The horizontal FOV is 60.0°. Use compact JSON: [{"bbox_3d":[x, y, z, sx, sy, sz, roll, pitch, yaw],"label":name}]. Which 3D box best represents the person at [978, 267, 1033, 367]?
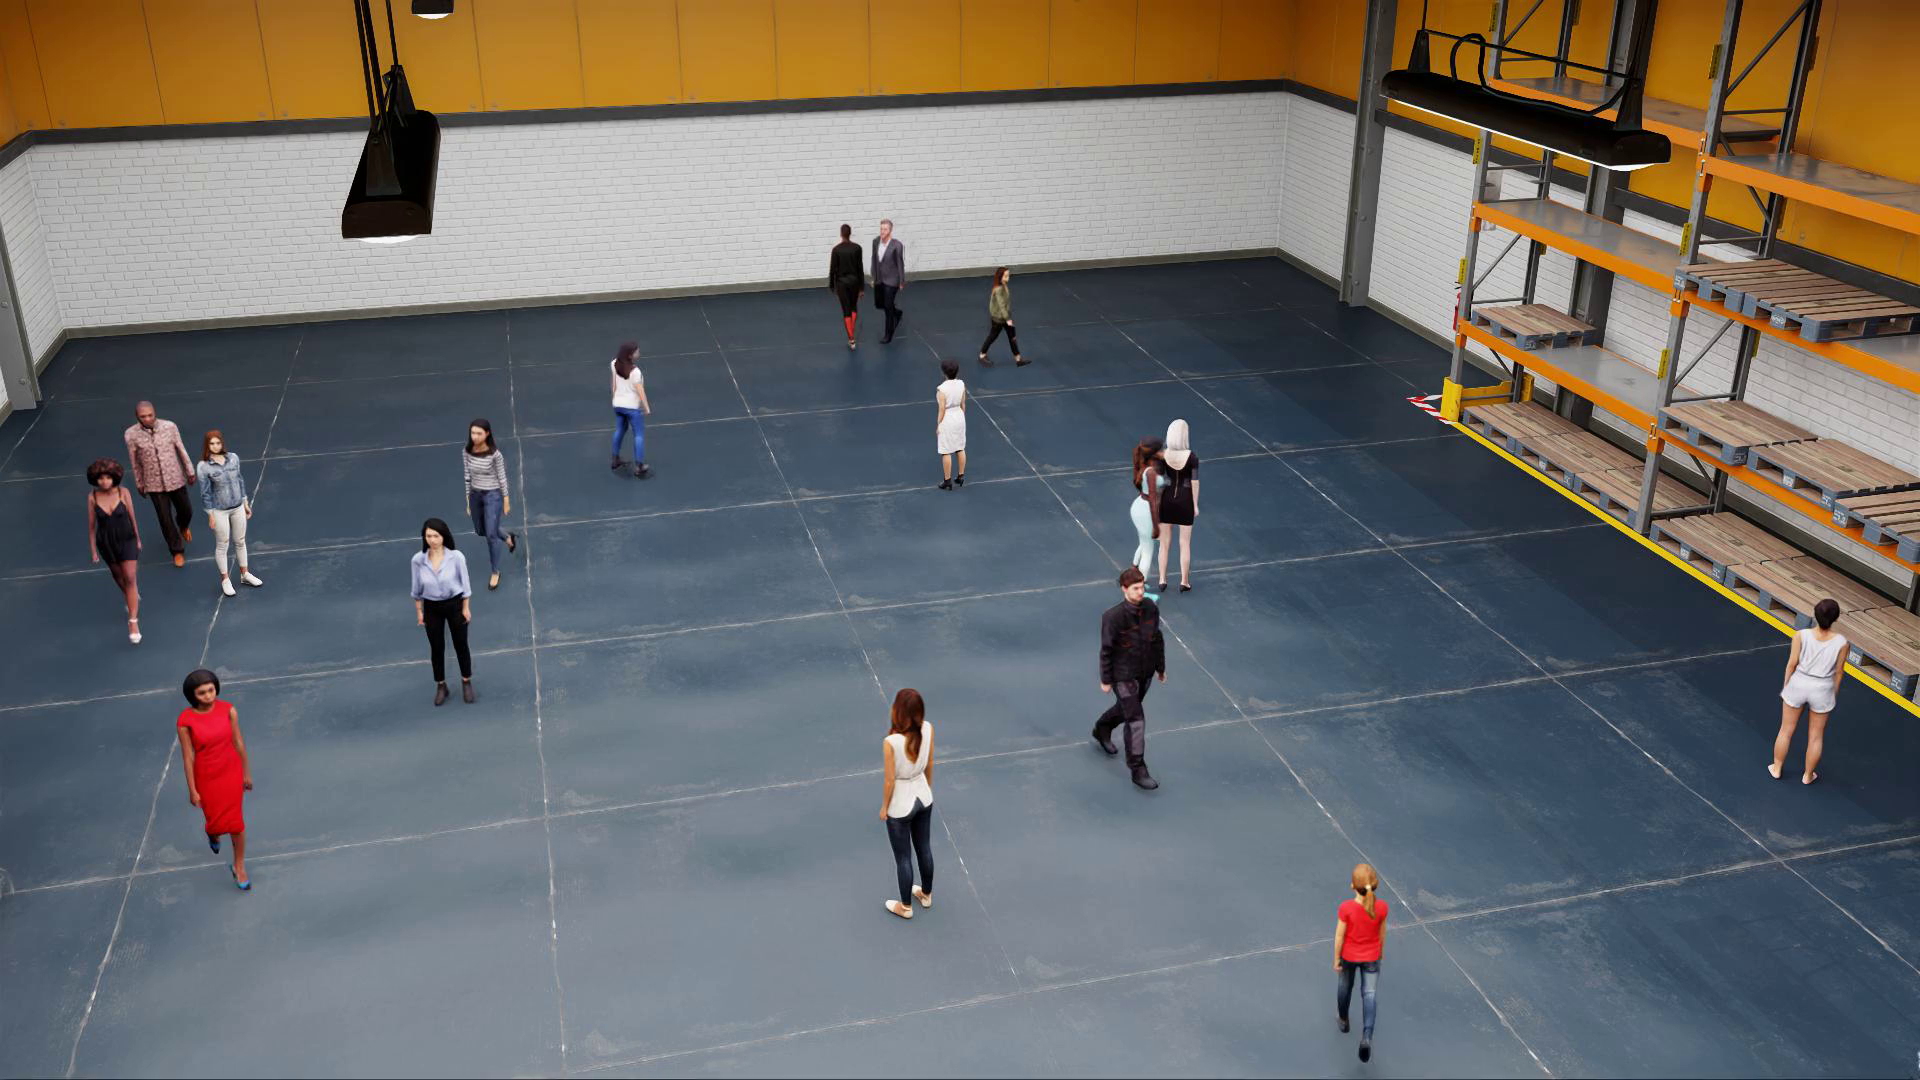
[{"bbox_3d":[0.505,-3.105,23.347,1.035,1.435,1.009,10,25,21],"label":"person"}]

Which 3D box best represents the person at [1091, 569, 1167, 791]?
[{"bbox_3d":[1.320,1.045,13.393,1.025,1.803,1.264,-18,30,-36],"label":"person"}]

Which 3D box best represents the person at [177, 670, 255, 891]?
[{"bbox_3d":[-5.369,1.704,11.977,0.788,1.730,0.898,-21,31,-39],"label":"person"}]

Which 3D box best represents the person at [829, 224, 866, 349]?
[{"bbox_3d":[-1.618,-3.677,24.218,0.669,1.785,1.003,-7,25,-16],"label":"person"}]

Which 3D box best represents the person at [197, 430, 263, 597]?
[{"bbox_3d":[-7.324,-0.300,16.599,0.715,1.700,0.689,17,29,34],"label":"person"}]

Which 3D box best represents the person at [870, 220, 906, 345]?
[{"bbox_3d":[-1.045,-3.848,24.572,1.082,1.815,1.120,15,28,30],"label":"person"}]

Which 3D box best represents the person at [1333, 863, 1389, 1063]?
[{"bbox_3d":[2.513,2.639,10.382,0.659,1.295,0.863,2,24,5],"label":"person"}]

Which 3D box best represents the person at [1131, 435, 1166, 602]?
[{"bbox_3d":[1.813,-0.218,16.397,0.659,1.712,0.494,-4,24,-10],"label":"person"}]

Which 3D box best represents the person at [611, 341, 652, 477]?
[{"bbox_3d":[-3.869,-1.510,19.435,0.745,1.646,0.842,10,26,22],"label":"person"}]

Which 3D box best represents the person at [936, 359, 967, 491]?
[{"bbox_3d":[-0.098,-1.337,19.156,0.630,1.552,0.637,-18,29,-35],"label":"person"}]

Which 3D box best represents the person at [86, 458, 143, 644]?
[{"bbox_3d":[-7.980,0.046,15.765,0.678,1.735,1.154,-9,25,-19],"label":"person"}]

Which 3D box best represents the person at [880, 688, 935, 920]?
[{"bbox_3d":[-0.345,1.835,11.609,0.659,1.785,0.658,-18,30,-36],"label":"person"}]

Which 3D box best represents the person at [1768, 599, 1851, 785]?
[{"bbox_3d":[6.790,1.201,13.282,0.664,1.606,0.717,11,26,24],"label":"person"}]

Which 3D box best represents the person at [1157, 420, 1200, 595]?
[{"bbox_3d":[2.153,-0.334,16.516,0.655,1.829,0.667,7,25,16],"label":"person"}]

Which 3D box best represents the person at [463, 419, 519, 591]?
[{"bbox_3d":[-4.713,-0.396,16.720,0.854,1.779,1.009,6,24,13],"label":"person"}]

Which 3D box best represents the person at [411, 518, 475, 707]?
[{"bbox_3d":[-4.473,0.615,14.449,0.667,1.744,0.564,-4,24,-9],"label":"person"}]

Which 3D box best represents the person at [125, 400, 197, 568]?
[{"bbox_3d":[-8.269,-0.642,17.279,0.893,1.783,1.080,-15,28,-31],"label":"person"}]
